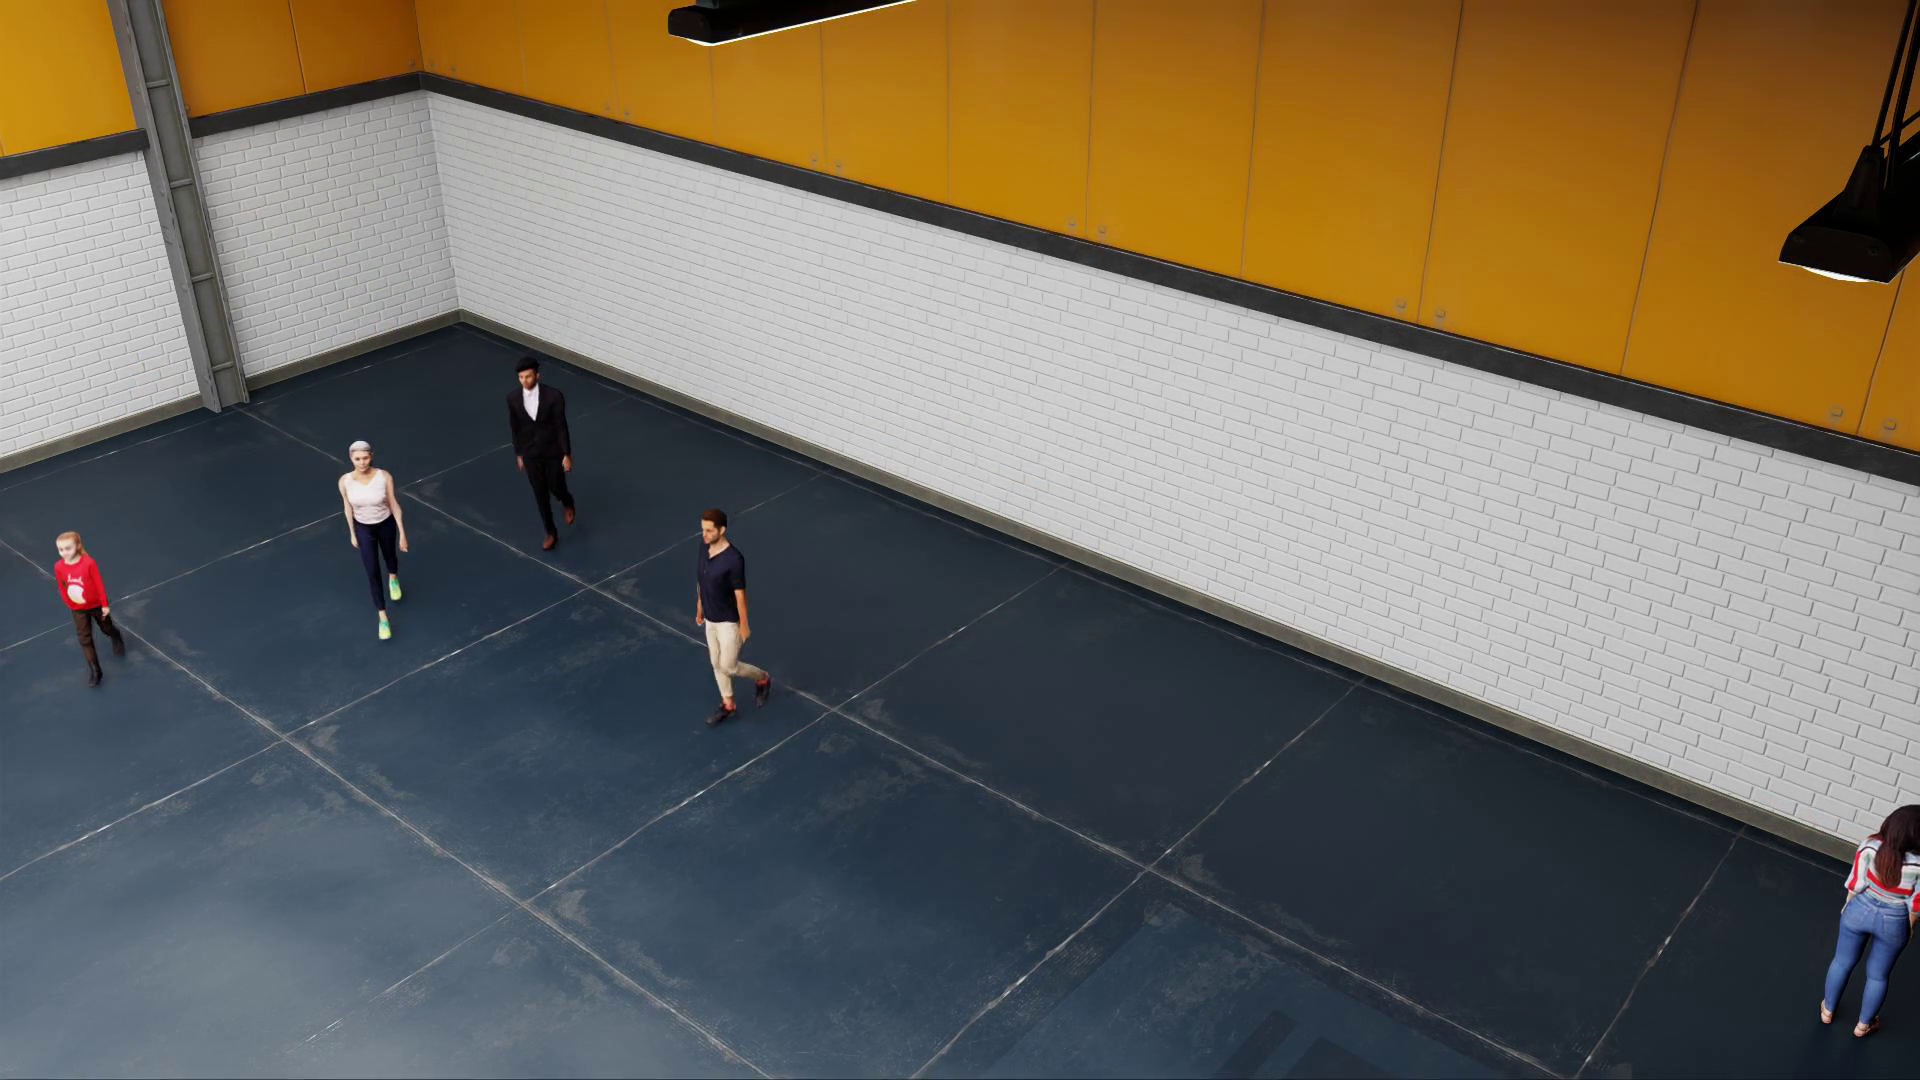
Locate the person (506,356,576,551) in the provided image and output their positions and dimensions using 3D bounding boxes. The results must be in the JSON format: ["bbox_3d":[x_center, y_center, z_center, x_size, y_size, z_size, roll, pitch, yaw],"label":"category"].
[{"bbox_3d":[-3.777,-0.845,15.203,0.962,1.867,1.041,1,29,2],"label":"person"}]

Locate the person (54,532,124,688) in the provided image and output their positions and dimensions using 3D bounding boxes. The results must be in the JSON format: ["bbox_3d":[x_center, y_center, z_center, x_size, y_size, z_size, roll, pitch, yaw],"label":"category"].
[{"bbox_3d":[-6.994,0.496,13.375,0.870,1.262,0.836,-8,30,-15],"label":"person"}]

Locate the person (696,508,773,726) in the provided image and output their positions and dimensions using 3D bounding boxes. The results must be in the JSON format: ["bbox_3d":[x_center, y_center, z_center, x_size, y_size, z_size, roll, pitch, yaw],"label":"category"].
[{"bbox_3d":[-1.735,0.552,12.668,0.669,1.843,0.802,24,37,37],"label":"person"}]

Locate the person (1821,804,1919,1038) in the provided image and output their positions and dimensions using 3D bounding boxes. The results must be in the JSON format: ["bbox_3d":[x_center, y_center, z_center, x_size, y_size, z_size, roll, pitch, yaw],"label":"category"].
[{"bbox_3d":[5.424,2.232,9.827,0.581,1.613,0.498,23,36,36],"label":"person"}]

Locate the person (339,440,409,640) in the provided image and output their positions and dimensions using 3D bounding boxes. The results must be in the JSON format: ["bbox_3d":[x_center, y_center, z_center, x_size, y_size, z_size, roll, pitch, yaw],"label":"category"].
[{"bbox_3d":[-4.928,-0.101,14.067,1.199,1.647,1.107,-9,30,-16],"label":"person"}]
